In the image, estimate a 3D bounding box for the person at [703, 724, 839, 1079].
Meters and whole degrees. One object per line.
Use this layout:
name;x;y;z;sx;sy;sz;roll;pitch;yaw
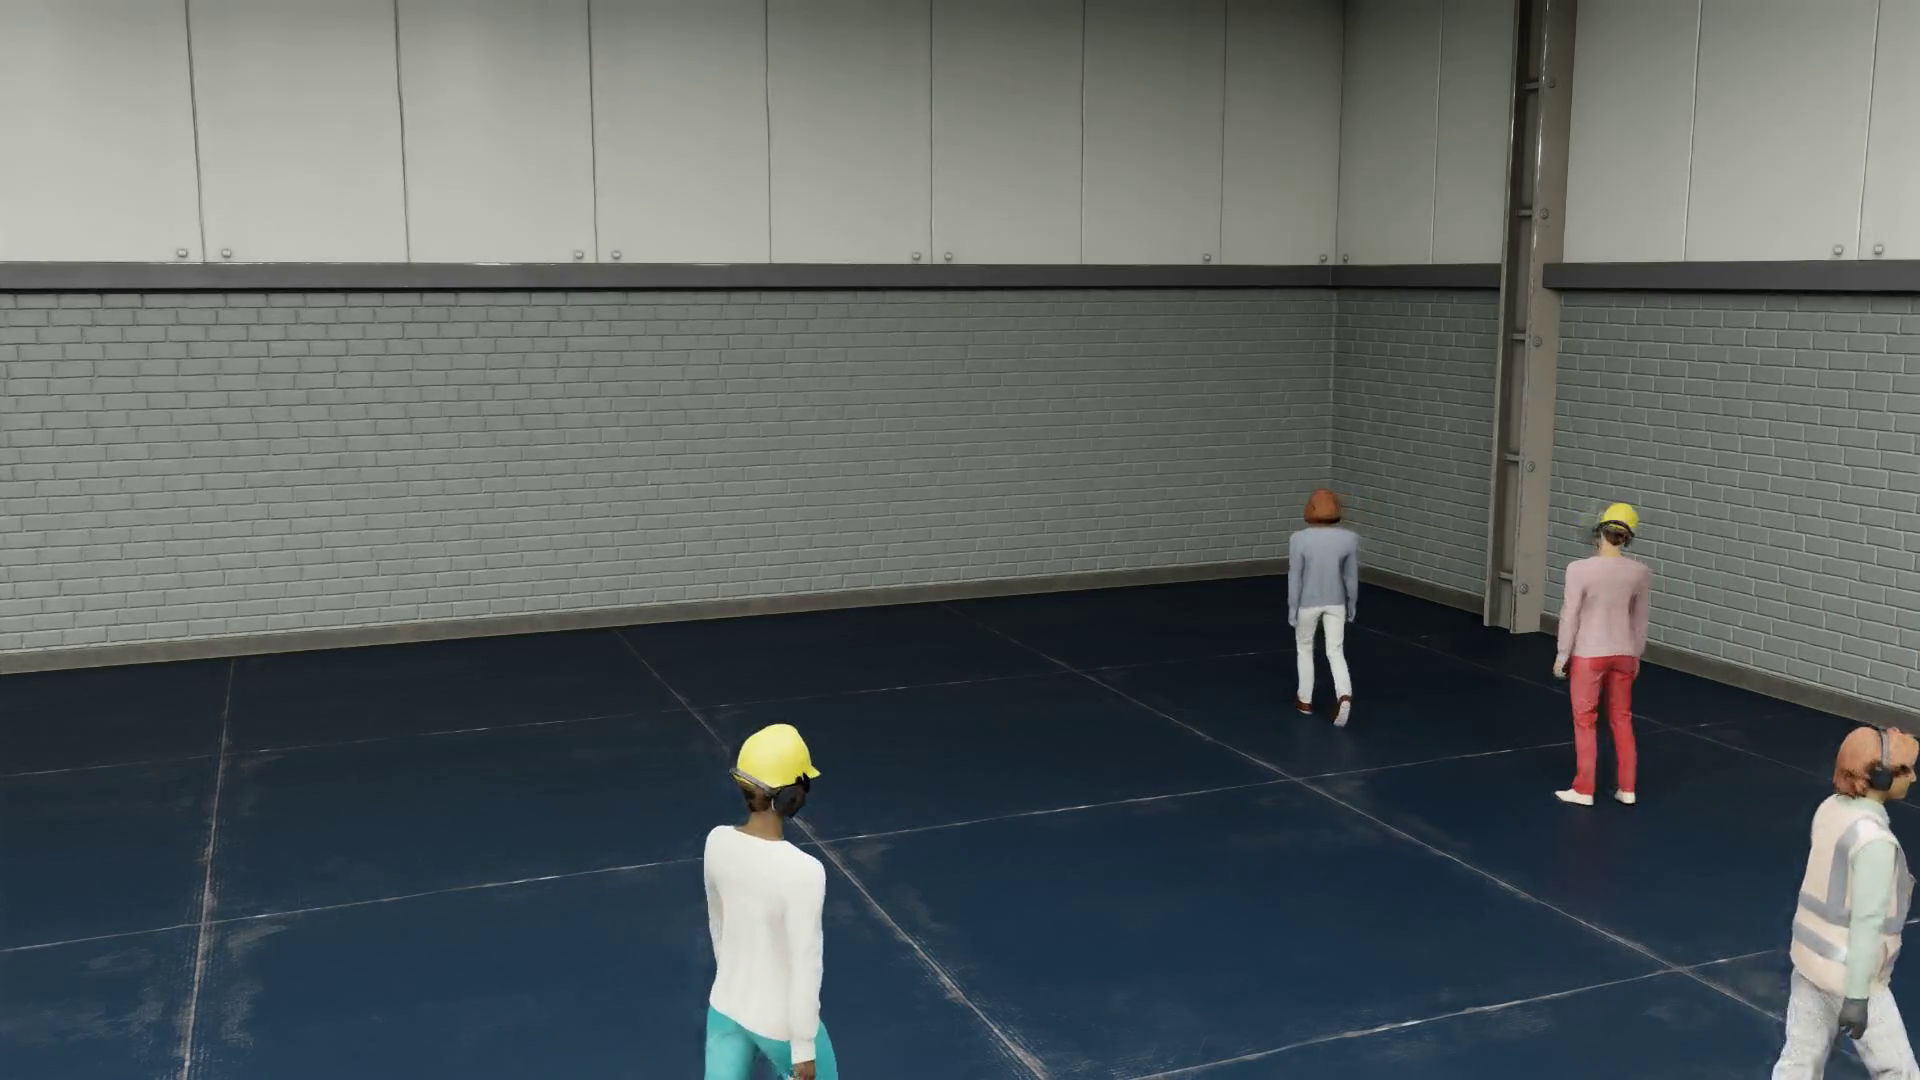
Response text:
person;-0.593;1.395;4.959;0.536;1.722;0.898;8;12;41

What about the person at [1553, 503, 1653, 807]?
person;3.671;0.675;9.456;0.550;1.735;0.377;-2;9;-12

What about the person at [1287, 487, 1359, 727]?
person;2.472;0.446;11.274;0.507;1.605;0.740;-1;9;-6

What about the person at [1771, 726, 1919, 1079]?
person;2.946;1.388;5.305;0.700;1.609;0.546;2;9;10
